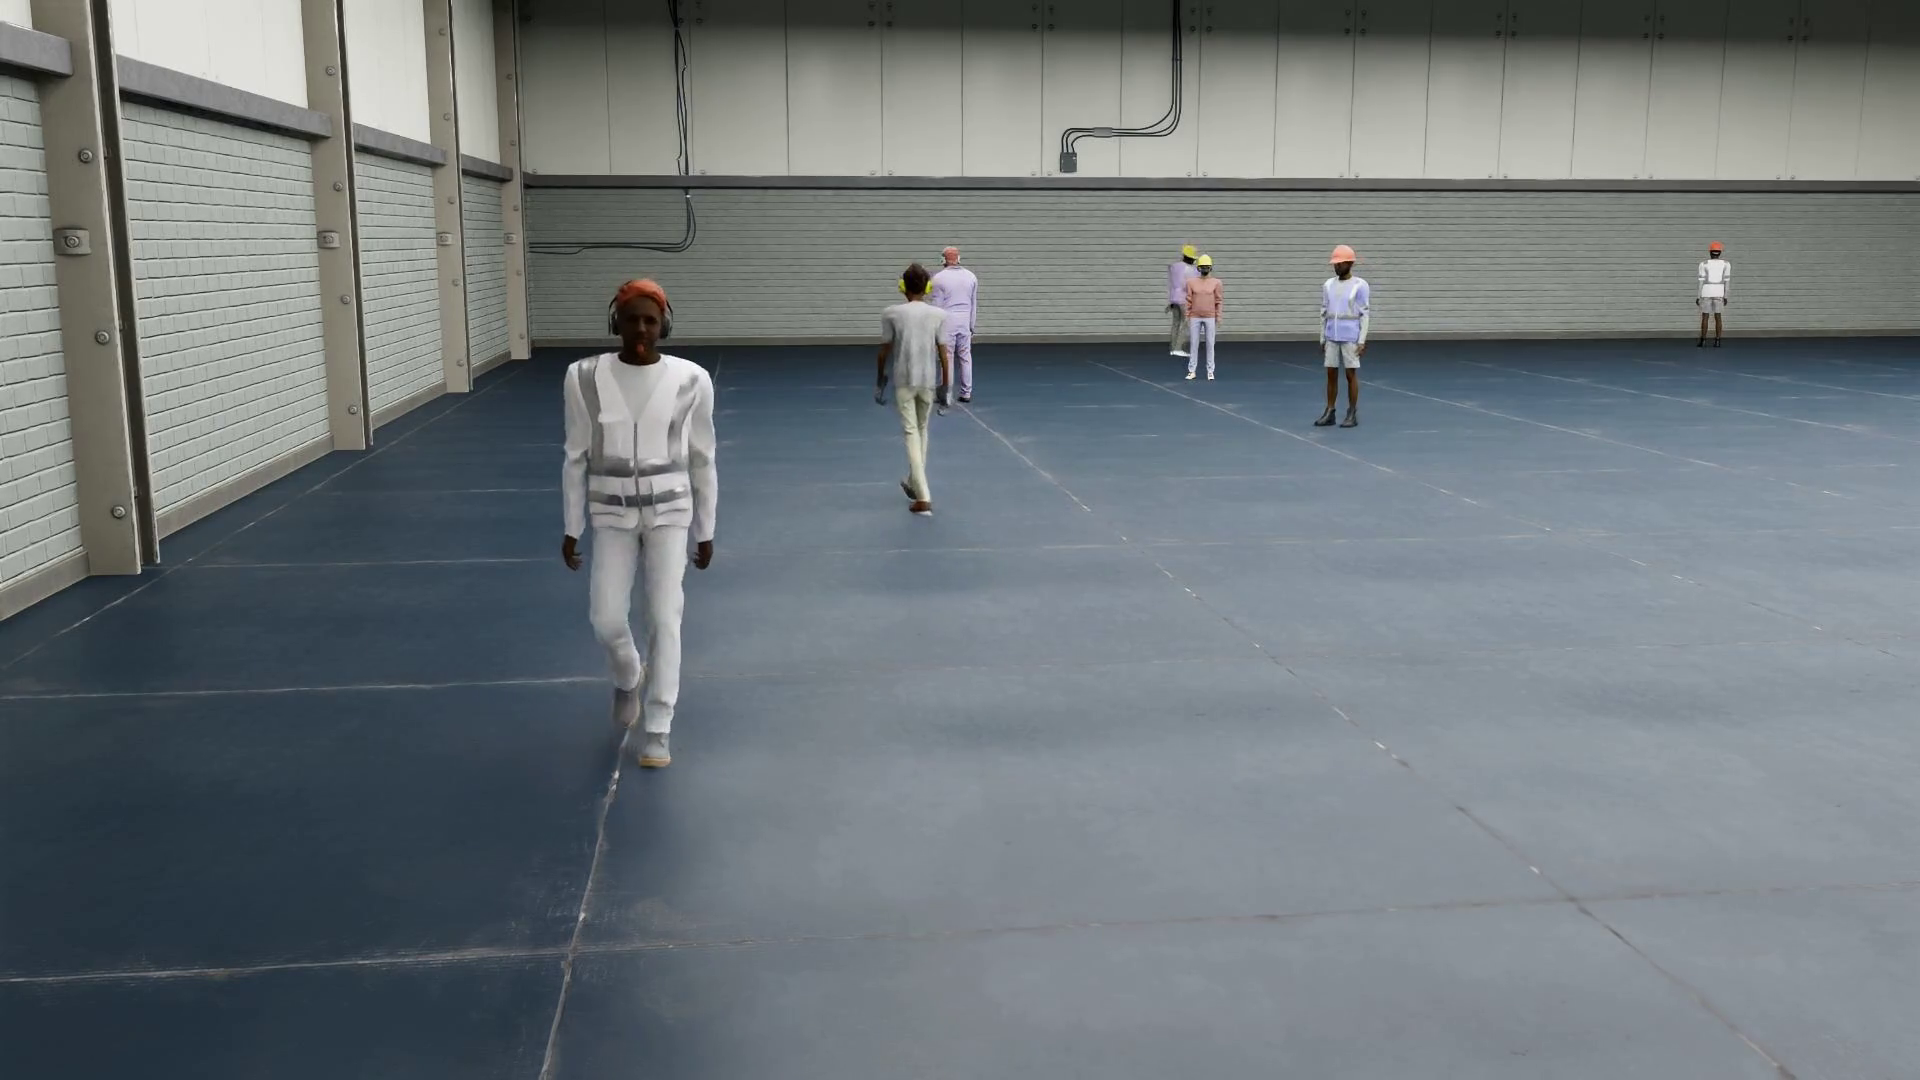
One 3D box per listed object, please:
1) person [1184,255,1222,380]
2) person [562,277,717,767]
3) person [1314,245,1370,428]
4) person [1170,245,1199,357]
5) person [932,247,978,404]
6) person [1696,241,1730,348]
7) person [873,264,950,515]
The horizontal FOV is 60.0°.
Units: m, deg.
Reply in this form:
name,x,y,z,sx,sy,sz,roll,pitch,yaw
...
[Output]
name,x,y,z,sx,sy,sz,roll,pitch,yaw
person,3.448,-3.153,23.601,0.533,1.772,0.296,3,11,15
person,-1.232,-0.072,6.432,0.605,1.870,0.490,-1,10,-7
person,4.055,-2.154,17.691,0.551,1.926,0.372,10,14,42
person,3.727,-4.019,28.087,0.434,1.893,0.658,-5,12,-27
person,-0.100,-2.608,20.256,0.637,1.902,0.406,-7,12,-33
person,13.799,-4.498,30.513,0.550,1.935,0.376,2,11,11
person,-0.365,-1.130,12.388,0.498,1.820,0.947,-4,11,-20
